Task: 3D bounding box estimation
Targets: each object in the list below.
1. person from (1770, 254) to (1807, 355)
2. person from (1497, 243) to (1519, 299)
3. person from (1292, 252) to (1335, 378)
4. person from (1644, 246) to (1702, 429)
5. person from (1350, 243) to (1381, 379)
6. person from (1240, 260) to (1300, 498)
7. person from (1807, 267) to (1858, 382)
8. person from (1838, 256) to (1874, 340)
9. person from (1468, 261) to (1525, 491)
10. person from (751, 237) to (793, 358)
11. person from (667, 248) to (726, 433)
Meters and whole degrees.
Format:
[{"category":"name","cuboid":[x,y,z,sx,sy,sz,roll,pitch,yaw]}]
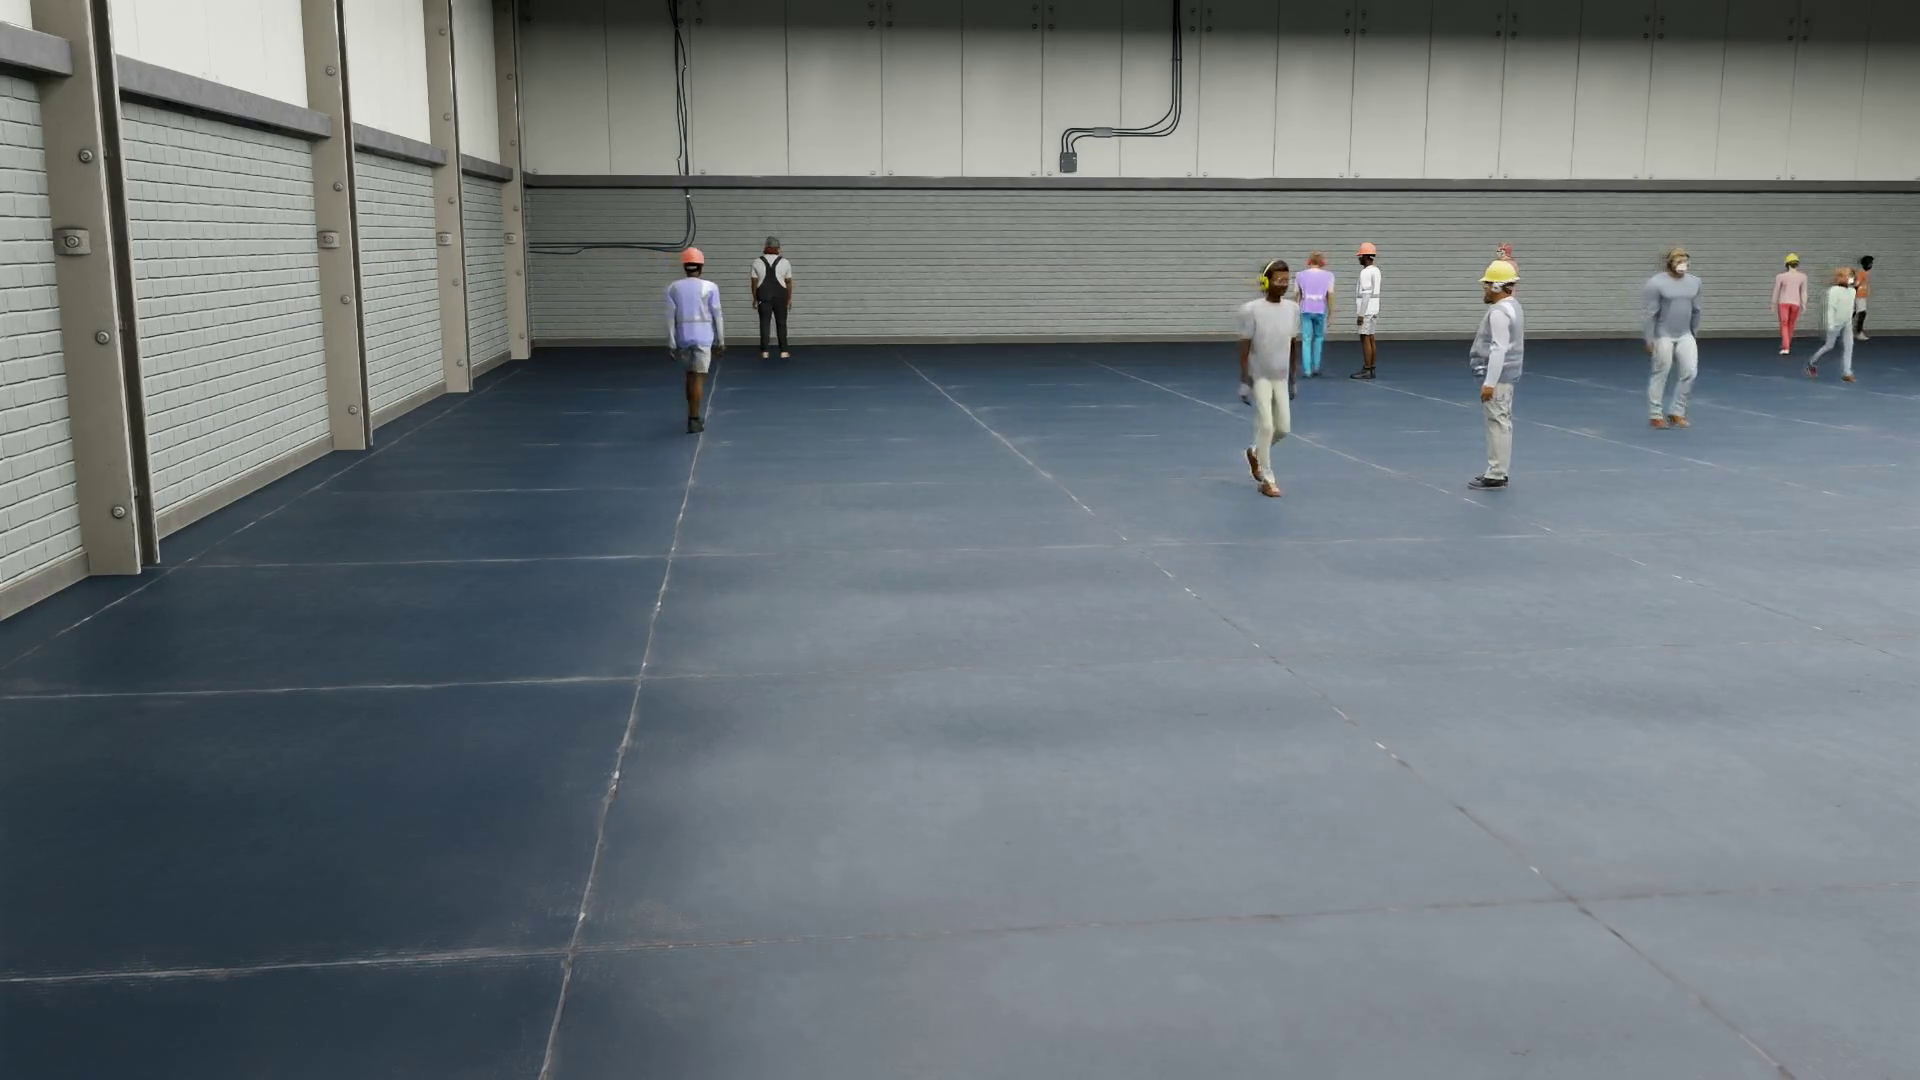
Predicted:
[{"category":"person","cuboid":[14.302,-4.066,28.736,0.542,1.724,0.824,1,10,6]},{"category":"person","cuboid":[9.040,-3.975,27.731,0.401,1.910,0.640,7,13,35]},{"category":"person","cuboid":[5.089,-3.252,24.057,0.601,1.793,0.879,1,10,8]},{"category":"person","cuboid":[7.479,-2.097,17.397,0.651,1.916,0.600,-1,10,-8]},{"category":"person","cuboid":[5.780,-3.260,23.725,0.369,1.935,0.552,6,12,31]},{"category":"person","cuboid":[2.410,-1.274,13.091,0.511,1.854,0.605,-3,11,-18]},{"category":"person","cuboid":[12.404,-3.057,23.521,0.503,1.612,0.745,-3,11,-17]},{"category":"person","cuboid":[17.643,-4.766,32.775,0.637,1.663,0.573,8,13,36]},{"category":"person","cuboid":[4.299,-1.305,13.352,0.403,1.826,0.622,6,12,29]},{"category":"person","cuboid":[-3.145,-4.080,27.939,0.696,2.000,0.536,0,10,-1]},{"category":"person","cuboid":[-2.729,-2.086,17.409,0.553,1.899,0.867,2,11,13]}]
